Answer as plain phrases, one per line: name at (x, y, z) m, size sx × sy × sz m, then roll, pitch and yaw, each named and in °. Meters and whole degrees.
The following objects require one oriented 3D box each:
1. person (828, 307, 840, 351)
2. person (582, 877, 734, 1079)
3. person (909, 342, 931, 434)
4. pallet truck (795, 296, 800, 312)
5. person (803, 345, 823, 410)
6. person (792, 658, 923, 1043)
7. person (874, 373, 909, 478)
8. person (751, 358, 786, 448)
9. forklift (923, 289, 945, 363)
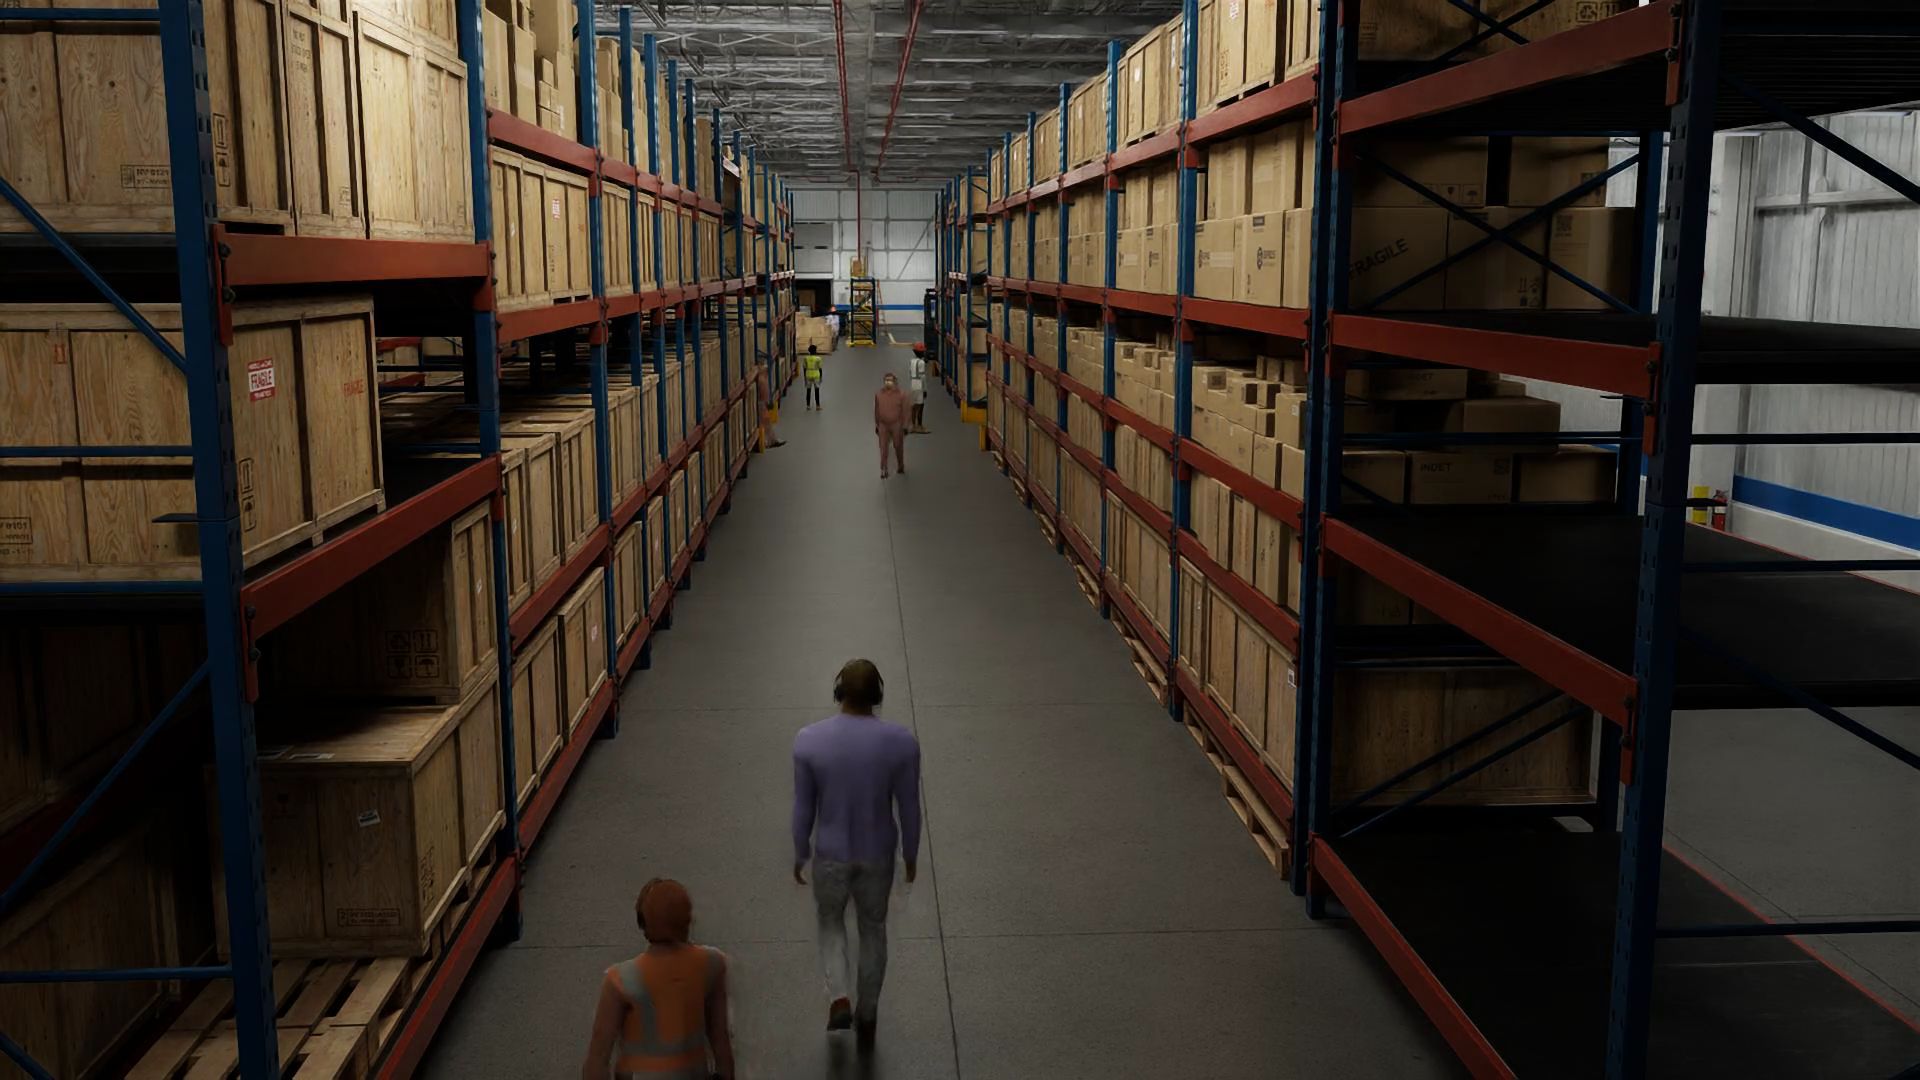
person at (-5.396, -9.026, 71.251) m, size 0.566 × 1.914 × 0.569 m, roll -4°, pitch 10°, yaw -25°
person at (-1.070, 2.046, 6.087) m, size 0.568 × 1.594 × 0.828 m, roll -9°, pitch 13°, yaw -42°
person at (-0.903, -3.401, 37.265) m, size 0.357 × 2.047 × 0.614 m, roll -5°, pitch 11°, yaw -28°
pallet truck at (-8.622, -12.439, 91.403) m, size 1.885 × 1.965 × 0.823 m, roll 2°, pitch 10°, yaw 13°
person at (-3.813, -4.212, 43.160) m, size 0.538 × 1.696 × 0.317 m, roll 2°, pitch 10°, yaw 14°
person at (-0.503, 1.525, 8.203) m, size 0.647 × 1.923 × 0.436 m, roll -1°, pitch 10°, yaw -6°
person at (-1.215, -2.081, 29.904) m, size 0.651 × 1.879 × 0.892 m, roll 2°, pitch 10°, yaw 11°
person at (-4.053, -2.819, 34.352) m, size 0.936 × 1.857 × 0.697 m, roll 1°, pitch 10°, yaw 5°
forklift at (-0.838, -8.197, 63.430) m, size 1.129 × 2.768 × 1.873 m, roll -1°, pitch 10°, yaw -3°
